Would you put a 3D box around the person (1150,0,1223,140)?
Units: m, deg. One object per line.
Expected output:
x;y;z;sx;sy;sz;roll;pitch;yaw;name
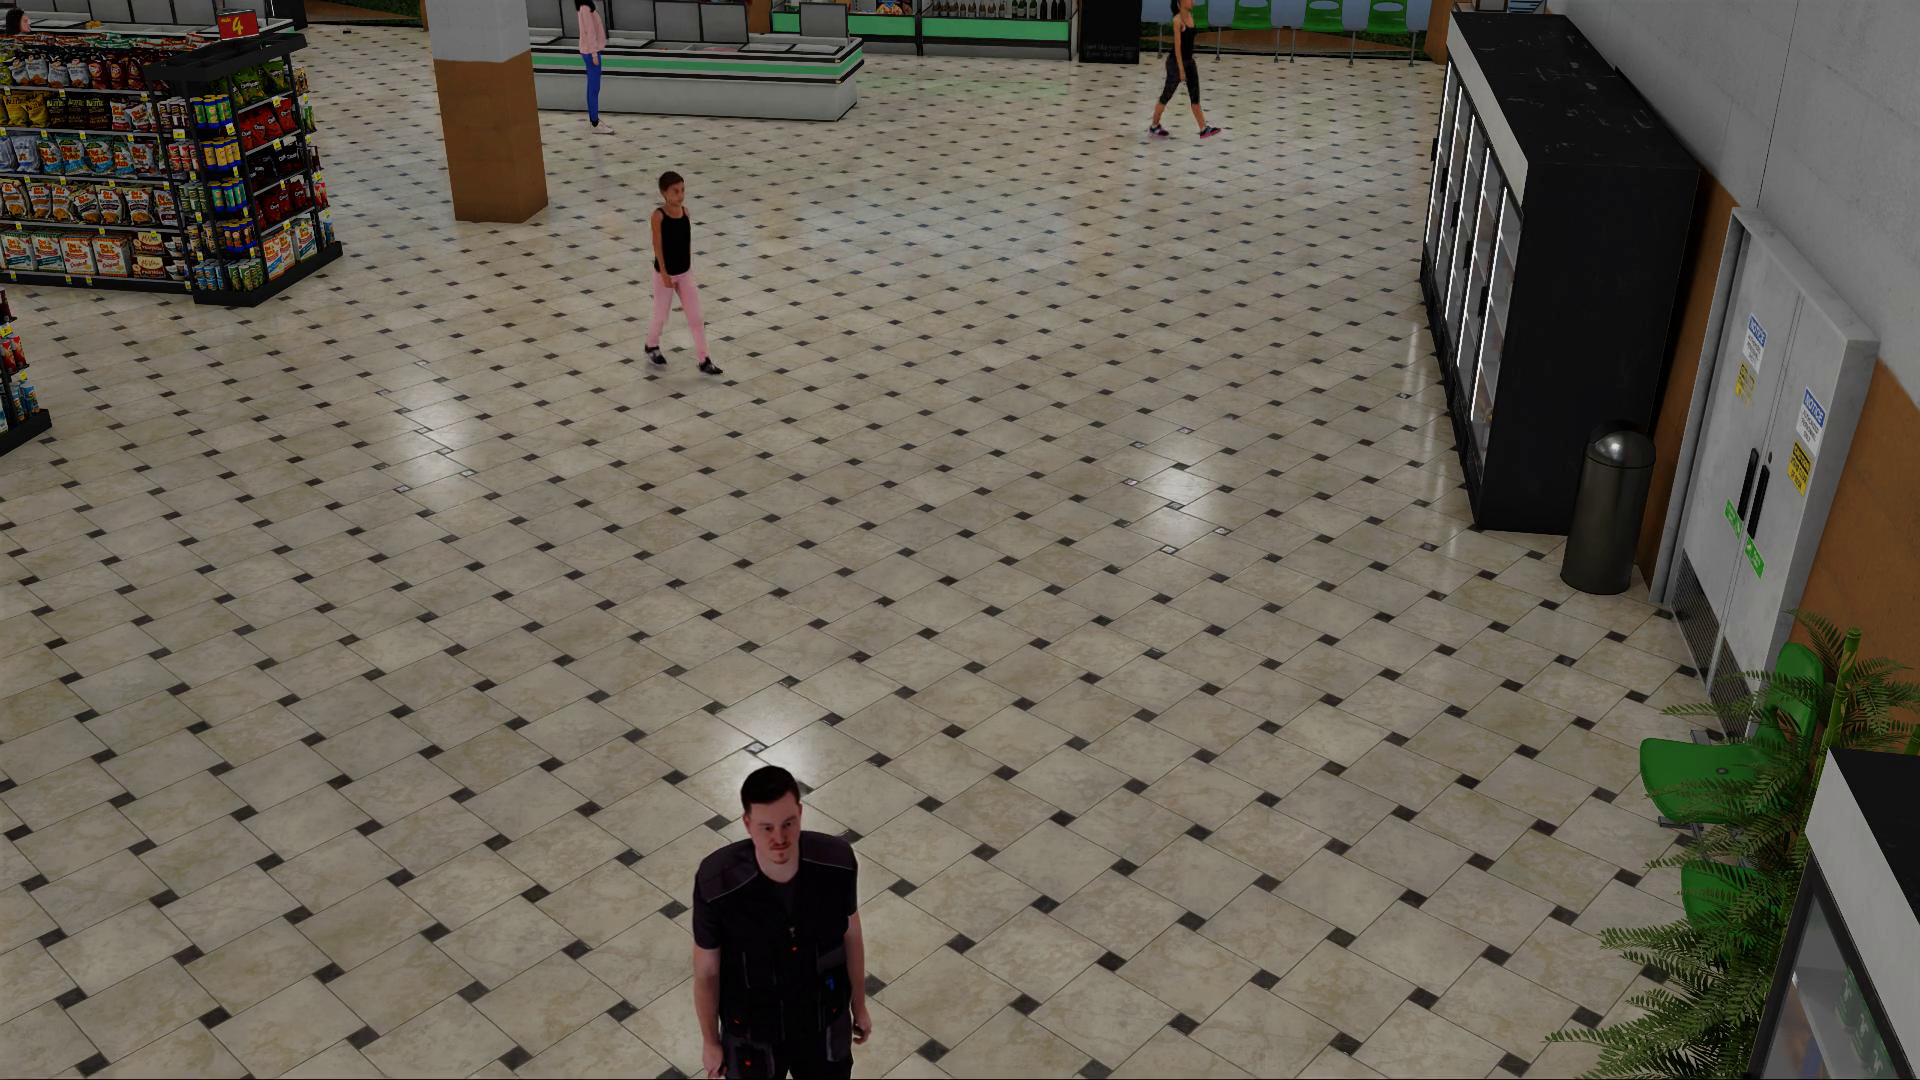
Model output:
2.440;-5.436;19.092;1.205;1.685;0.920;18;32;31;person

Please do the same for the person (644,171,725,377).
-2.201;-1.983;12.457;0.933;1.528;1.066;-22;34;-37;person

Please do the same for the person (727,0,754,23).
-3.250;-7.846;23.849;0.706;1.682;0.876;13;29;23;person

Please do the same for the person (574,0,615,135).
-4.323;-5.681;19.483;0.697;1.770;0.717;-7;28;-14;person

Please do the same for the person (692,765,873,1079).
-0.554;1.506;5.227;0.742;1.846;0.859;-11;29;-20;person
